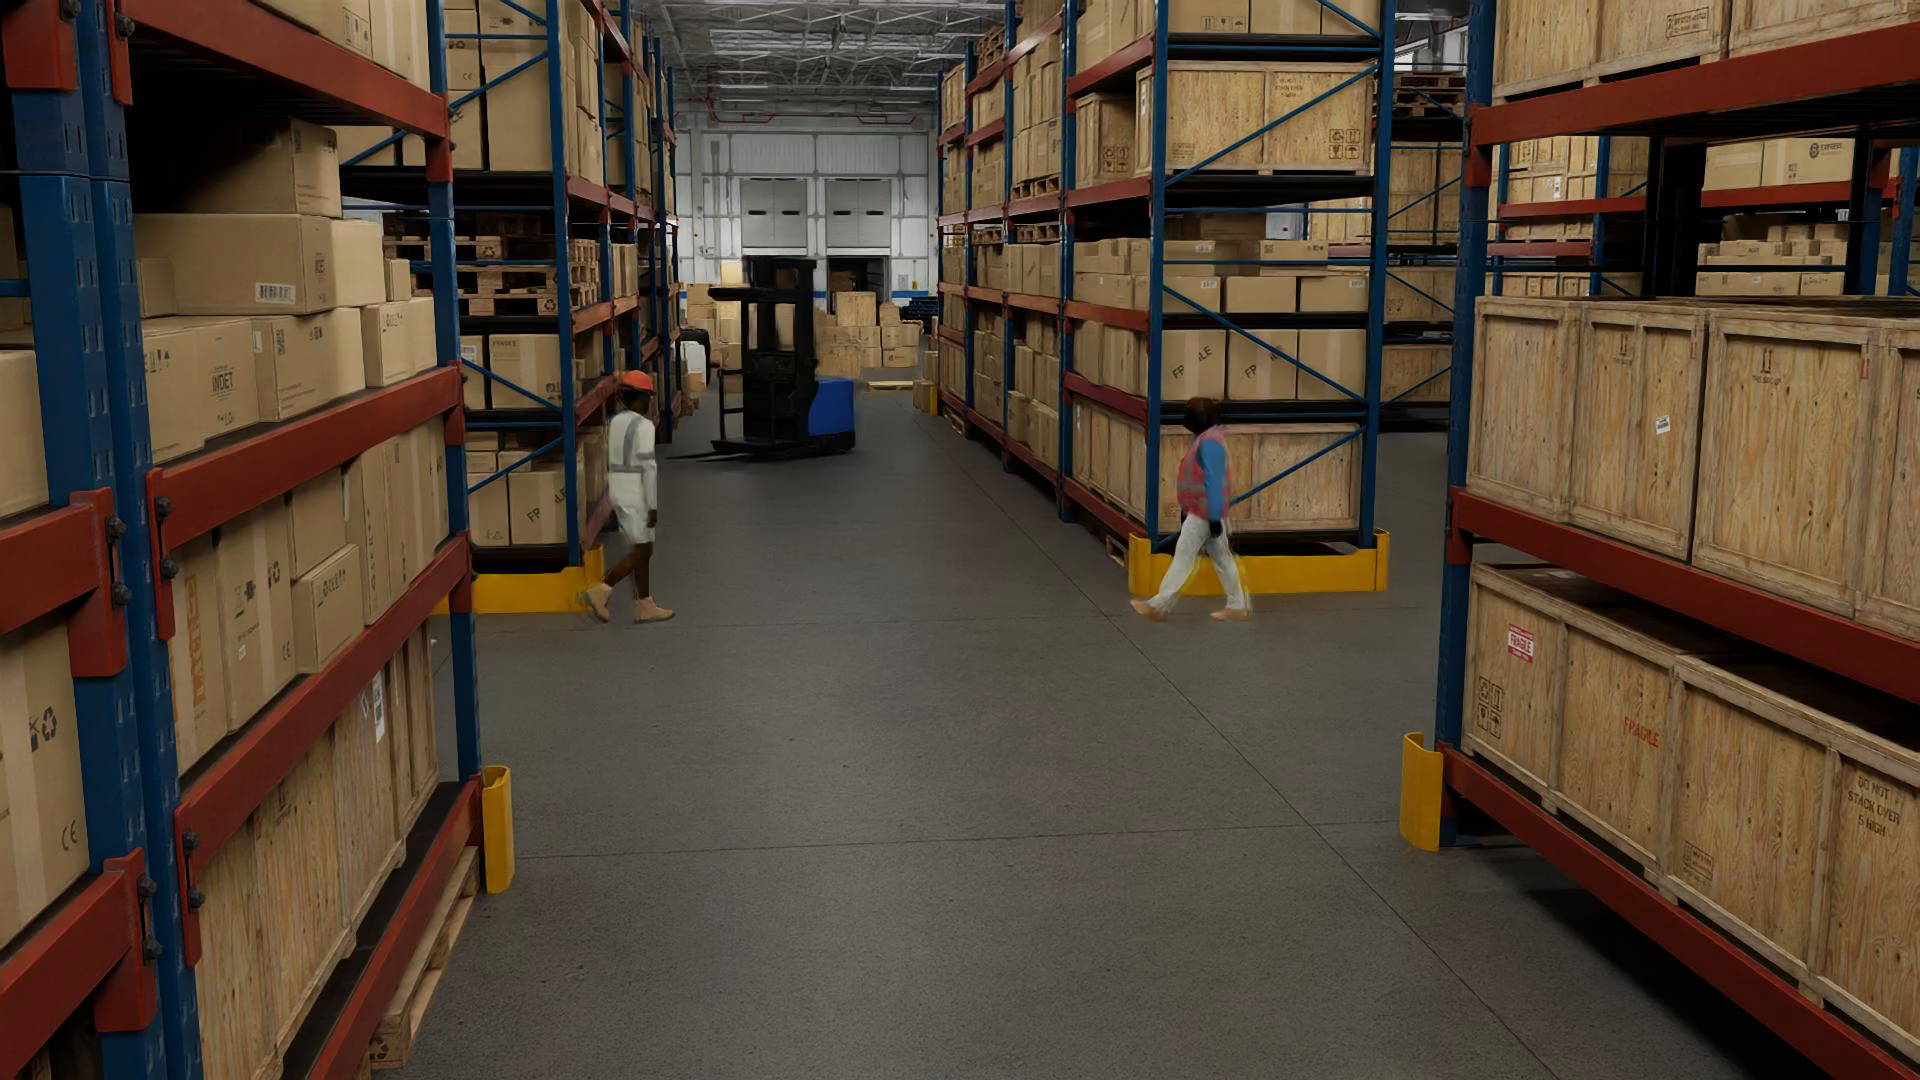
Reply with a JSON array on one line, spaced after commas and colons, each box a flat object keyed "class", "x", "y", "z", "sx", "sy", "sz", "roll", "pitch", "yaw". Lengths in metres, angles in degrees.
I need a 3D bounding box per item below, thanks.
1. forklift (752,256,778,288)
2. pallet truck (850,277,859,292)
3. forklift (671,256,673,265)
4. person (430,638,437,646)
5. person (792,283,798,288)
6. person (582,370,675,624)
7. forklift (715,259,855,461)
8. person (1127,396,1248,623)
[{"class": "forklift", "x": -7.180, "y": -9.094, "z": 61.510, "sx": 1.129, "sy": 2.768, "sz": 1.873, "roll": -6, "pitch": 12, "yaw": -33}, {"class": "pallet truck", "x": -3.782, "y": -9.391, "z": 65.808, "sx": 1.885, "sy": 1.965, "sz": 0.823, "roll": 2, "pitch": 10, "yaw": 10}, {"class": "forklift", "x": -10.987, "y": -9.066, "z": 61.344, "sx": 1.129, "sy": 2.768, "sz": 1.873, "roll": -1, "pitch": 10, "yaw": -7}, {"class": "person", "x": -4.289, "y": 0.002, "z": 12.321, "sx": 0.851, "sy": 1.586, "sz": 0.513, "roll": 6, "pitch": 11, "yaw": 29}, {"class": "person", "x": -5.794, "y": -8.019, "z": 58.084, "sx": 0.906, "sy": 1.902, "sz": 0.666, "roll": 4, "pitch": 10, "yaw": 20}, {"class": "person", "x": -2.624, "y": -0.317, "z": 12.976, "sx": 0.741, "sy": 1.989, "sz": 0.705, "roll": -8, "pitch": 13, "yaw": -40}, {"class": "forklift", "x": -2.487, "y": -2.634, "z": 23.901, "sx": 1.129, "sy": 2.768, "sz": 1.873, "roll": 7, "pitch": 12, "yaw": 37}, {"class": "person", "x": 1.840, "y": -0.228, "z": 13.069, "sx": 0.980, "sy": 1.787, "sz": 0.656, "roll": 1, "pitch": 10, "yaw": 7}]
